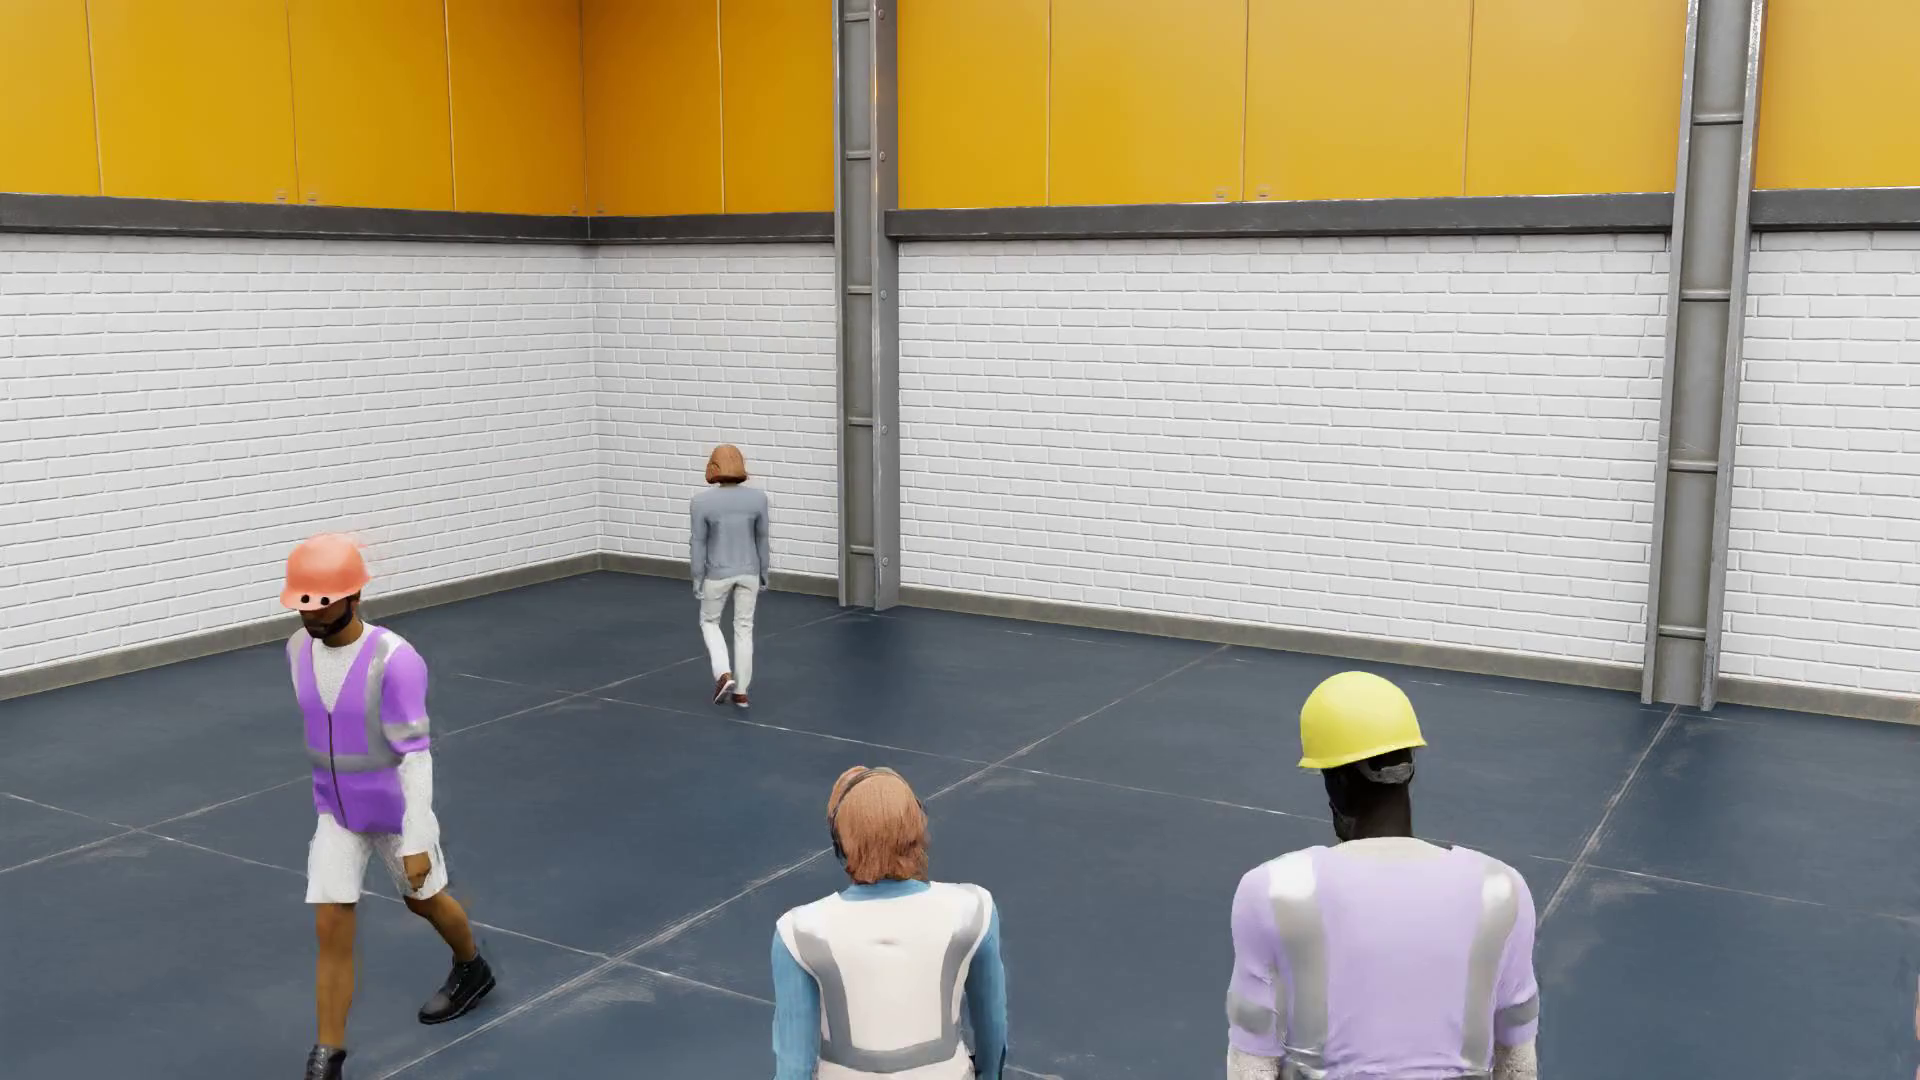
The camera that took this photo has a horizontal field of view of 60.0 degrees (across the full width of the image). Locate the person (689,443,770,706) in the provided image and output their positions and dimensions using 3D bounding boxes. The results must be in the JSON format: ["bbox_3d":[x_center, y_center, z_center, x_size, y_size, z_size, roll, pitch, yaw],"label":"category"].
[{"bbox_3d":[-1.390,0.228,10.117,0.511,1.626,0.388,-4,10,-21],"label":"person"}]

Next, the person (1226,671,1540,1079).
[{"bbox_3d":[0.810,1.191,3.303,0.631,1.863,0.921,0,9,0],"label":"person"}]

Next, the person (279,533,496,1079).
[{"bbox_3d":[-1.895,0.858,5.493,0.554,1.858,1.061,3,10,17],"label":"person"}]

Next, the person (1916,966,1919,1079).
[{"bbox_3d":[1.986,1.195,3.269,0.784,1.880,0.645,7,11,36],"label":"person"}]

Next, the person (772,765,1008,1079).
[{"bbox_3d":[-0.143,1.280,3.643,0.526,1.591,0.878,-1,9,-7],"label":"person"}]
